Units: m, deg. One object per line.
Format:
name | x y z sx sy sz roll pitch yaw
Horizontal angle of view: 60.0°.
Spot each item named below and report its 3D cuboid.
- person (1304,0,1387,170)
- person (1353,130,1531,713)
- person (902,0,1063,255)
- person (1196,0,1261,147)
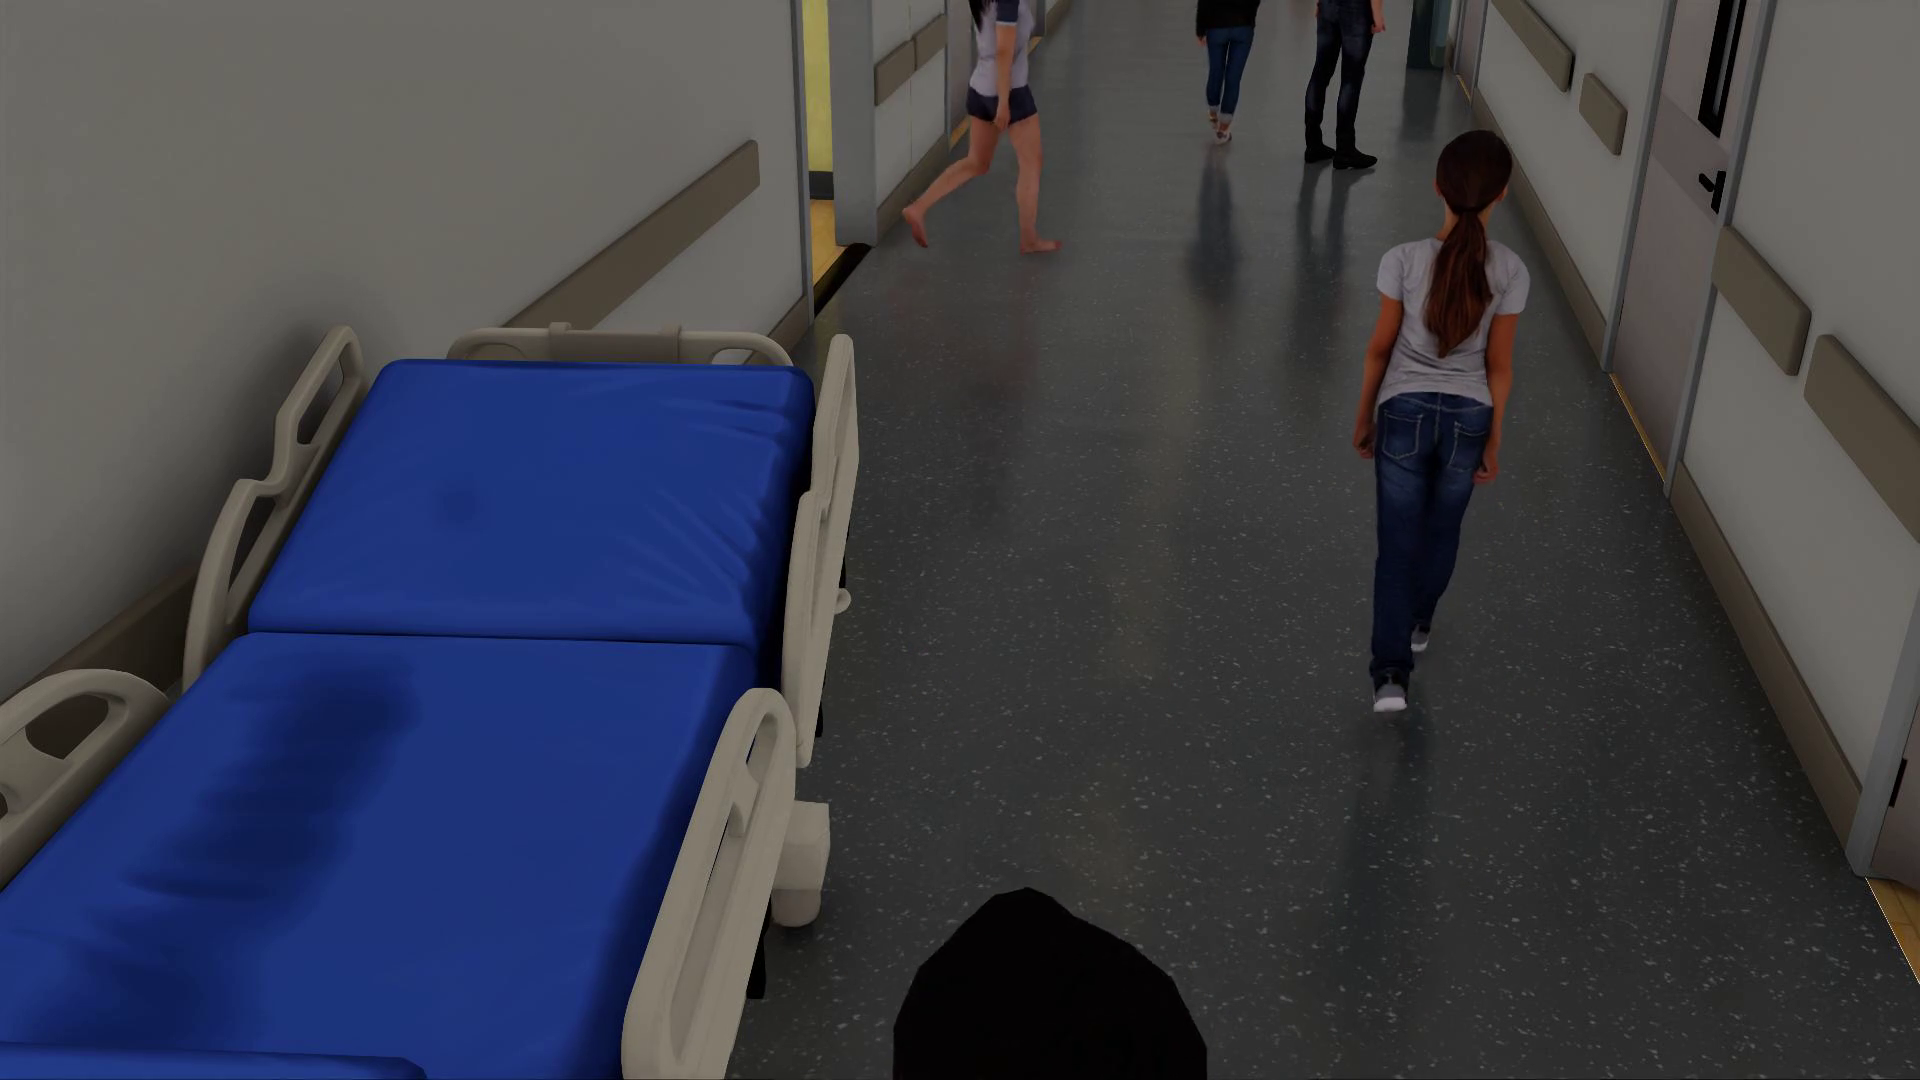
person | 2.336 -3.241 10.090 0.826 1.904 0.759 -18 31 -32
person | 1.229 -0.263 4.345 0.984 1.530 0.655 6 26 13
person | 0.114 -2.196 8.178 1.138 1.681 0.922 -9 27 -17
person | 1.736 -3.259 10.657 0.852 1.443 0.616 5 26 10
